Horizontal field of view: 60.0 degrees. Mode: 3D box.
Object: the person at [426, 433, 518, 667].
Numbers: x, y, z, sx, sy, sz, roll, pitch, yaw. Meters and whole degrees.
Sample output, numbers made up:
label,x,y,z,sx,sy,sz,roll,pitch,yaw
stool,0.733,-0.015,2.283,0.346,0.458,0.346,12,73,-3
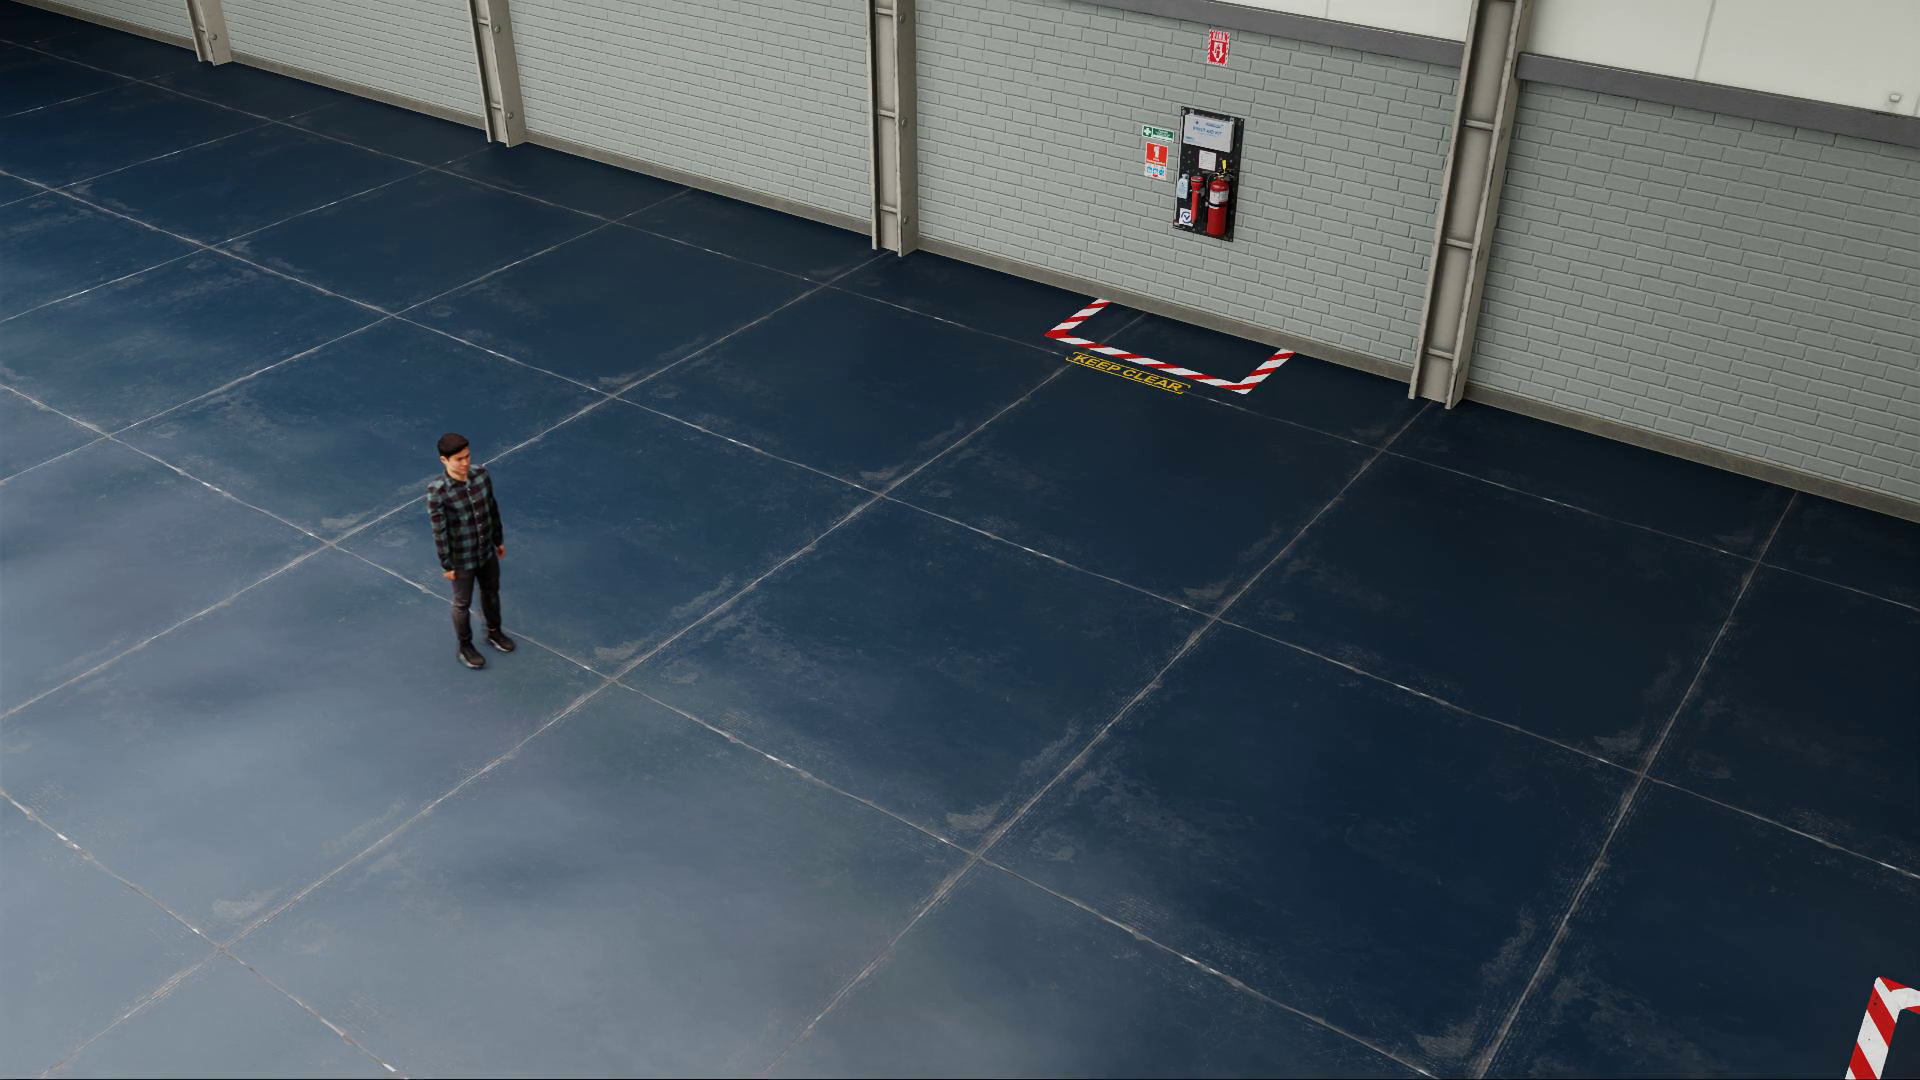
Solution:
label,x,y,z,sx,sy,sz,roll,pitch,yaw
person,-3.272,0.039,11.073,0.525,1.709,0.666,23,39,32
